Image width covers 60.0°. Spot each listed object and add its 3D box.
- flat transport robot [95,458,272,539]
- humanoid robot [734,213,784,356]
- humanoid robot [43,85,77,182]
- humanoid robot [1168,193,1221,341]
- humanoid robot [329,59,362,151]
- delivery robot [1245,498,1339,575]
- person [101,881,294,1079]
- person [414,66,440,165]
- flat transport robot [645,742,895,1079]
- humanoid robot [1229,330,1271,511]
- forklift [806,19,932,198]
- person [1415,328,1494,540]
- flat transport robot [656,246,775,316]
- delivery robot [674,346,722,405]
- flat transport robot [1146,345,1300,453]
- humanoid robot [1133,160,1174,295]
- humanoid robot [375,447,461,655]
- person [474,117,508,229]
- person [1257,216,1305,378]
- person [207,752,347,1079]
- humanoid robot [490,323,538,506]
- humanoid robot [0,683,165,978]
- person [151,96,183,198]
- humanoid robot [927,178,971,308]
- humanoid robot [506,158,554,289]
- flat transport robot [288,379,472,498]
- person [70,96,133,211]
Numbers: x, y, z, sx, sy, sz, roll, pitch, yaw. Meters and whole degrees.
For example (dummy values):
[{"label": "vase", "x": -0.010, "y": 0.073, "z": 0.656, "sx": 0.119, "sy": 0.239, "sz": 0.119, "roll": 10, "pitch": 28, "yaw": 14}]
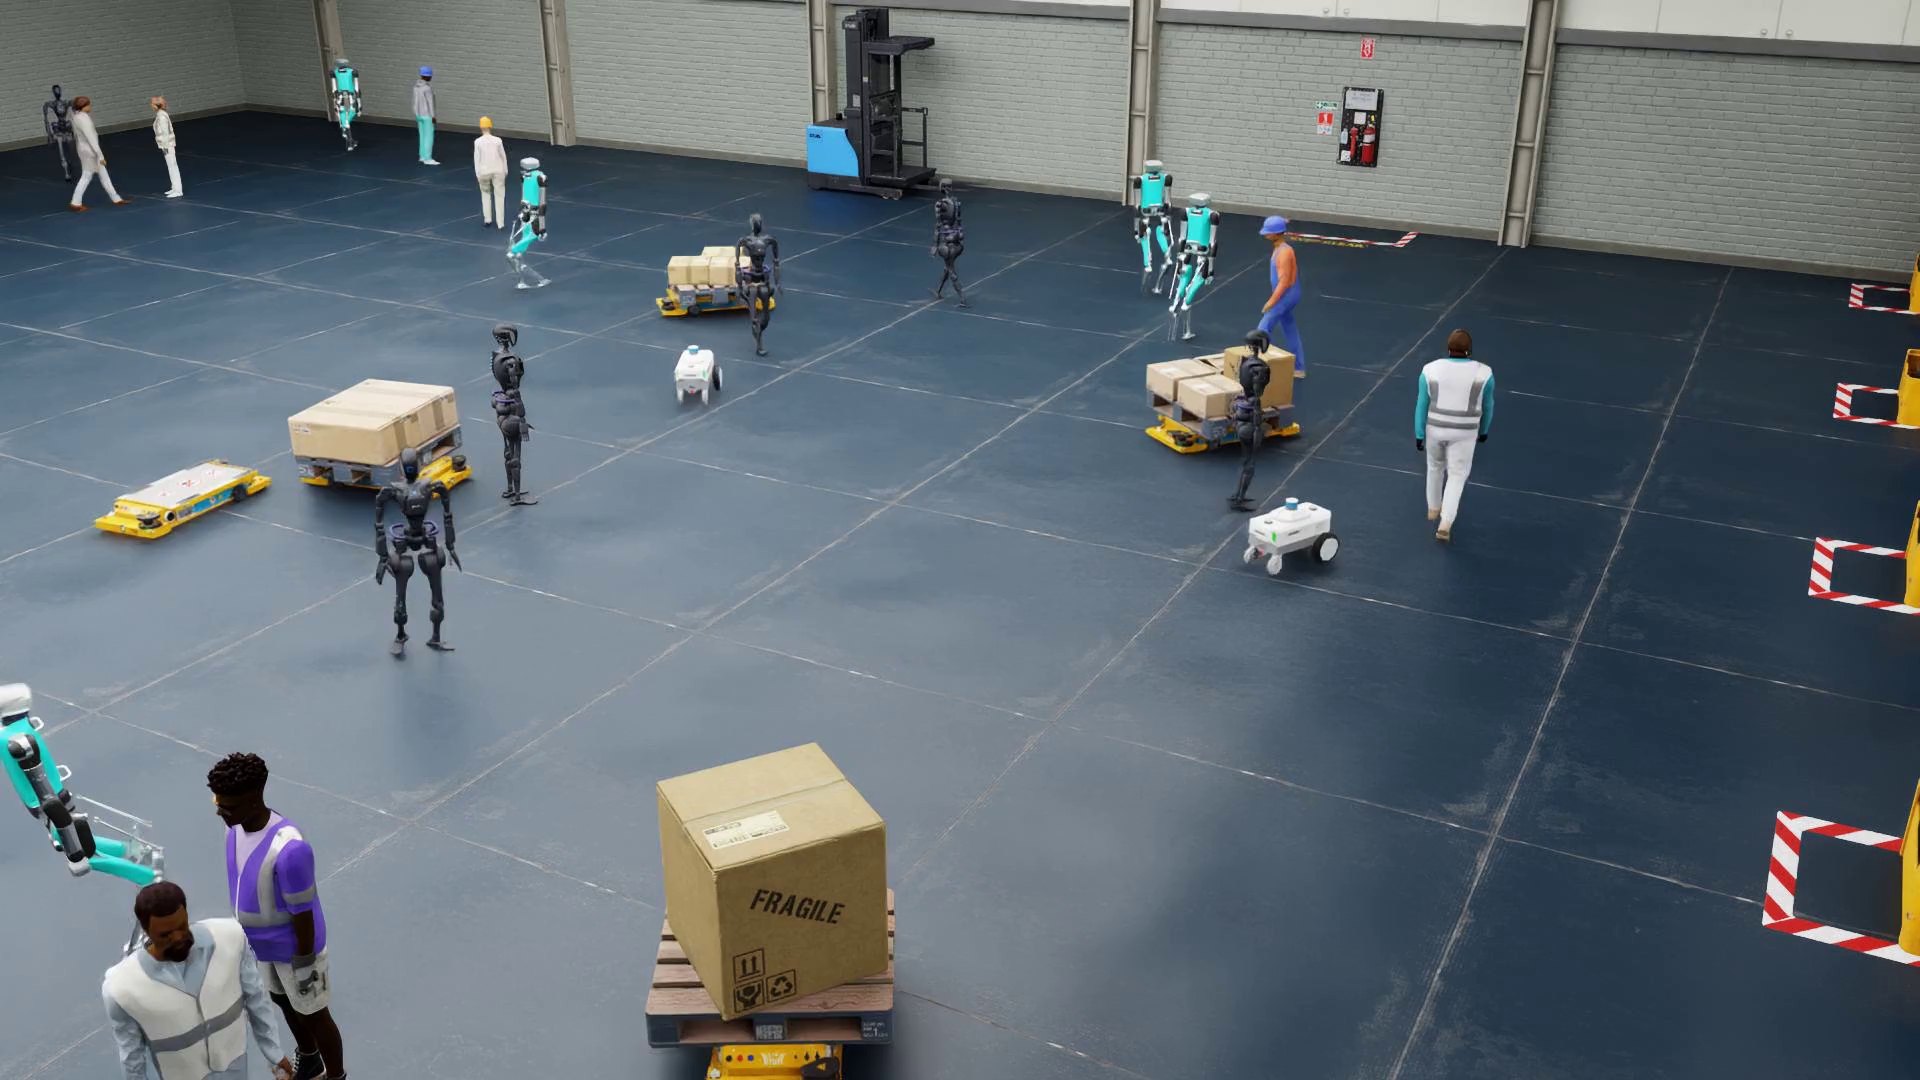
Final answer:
[{"label": "flat transport robot", "x": -7.016, "y": -0.386, "z": 15.062, "sx": 0.659, "sy": 0.231, "sz": 1.431, "roll": 9, "pitch": 25, "yaw": 20}, {"label": "humanoid robot", "x": -2.373, "y": -2.995, "z": 19.399, "sx": 0.588, "sy": 1.664, "sz": 0.651, "roll": -11, "pitch": 26, "yaw": -25}, {"label": "humanoid robot", "x": -15.488, "y": -7.034, "z": 28.787, "sx": 0.599, "sy": 1.637, "sz": 0.705, "roll": -16, "pitch": 28, "yaw": -33}, {"label": "humanoid robot", "x": 2.685, "y": -3.115, "z": 19.702, "sx": 0.541, "sy": 1.899, "sz": 0.709, "roll": 18, "pitch": 29, "yaw": 36}, {"label": "humanoid robot", "x": -11.498, "y": -8.056, "z": 31.084, "sx": 0.539, "sy": 1.739, "sz": 1.027, "roll": 0, "pitch": 23, "yaw": -1}, {"label": "delivery robot", "x": 2.785, "y": -0.060, "z": 13.957, "sx": 0.786, "sy": 0.608, "sz": 0.499, "roll": -15, "pitch": 28, "yaw": -31}, {"label": "person", "x": -3.206, "y": 2.198, "z": 7.006, "sx": 0.959, "sy": 1.879, "sz": 0.584, "roll": 17, "pitch": 29, "yaw": 34}, {"label": "person", "x": -9.713, "y": -7.722, "z": 30.255, "sx": 0.601, "sy": 1.756, "sz": 0.398, "roll": 19, "pitch": 30, "yaw": 38}, {"label": "flat transport robot", "x": -0.942, "y": 2.379, "z": 8.624, "sx": 0.659, "sy": 0.231, "sz": 1.431, "roll": -1, "pitch": 23, "yaw": -2}, {"label": "humanoid robot", "x": 2.600, "y": -1.081, "z": 14.893, "sx": 0.339, "sy": 1.650, "sz": 0.589, "roll": 1, "pitch": 23, "yaw": 1}, {"label": "forklift", "x": -1.573, "y": -7.292, "z": 27.850, "sx": 1.873, "sy": 2.768, "sz": 1.129, "roll": 12, "pitch": 26, "yaw": 25}, {"label": "person", "x": 4.242, "y": -0.925, "z": 14.371, "sx": 0.619, "sy": 1.809, "sz": 0.867, "roll": 10, "pitch": 25, "yaw": 22}, {"label": "flat transport robot", "x": -3.147, "y": -3.093, "z": 21.363, "sx": 1.431, "sy": 0.231, "sz": 0.659, "roll": -7, "pitch": 24, "yaw": -16}, {"label": "delivery robot", "x": -2.868, "y": -1.807, "z": 18.018, "sx": 0.499, "sy": 0.602, "sz": 0.801, "roll": -1, "pitch": 23, "yaw": -1}, {"label": "flat transport robot", "x": 2.645, "y": -1.172, "z": 16.891, "sx": 1.431, "sy": 0.231, "sz": 0.659, "roll": -11, "pitch": 26, "yaw": -24}, {"label": "humanoid robot", "x": 2.559, "y": -3.953, "z": 21.585, "sx": 0.540, "sy": 1.834, "sz": 0.747, "roll": -5, "pitch": 24, "yaw": -12}, {"label": "humanoid robot", "x": -4.002, "y": 0.078, "z": 12.208, "sx": 0.610, "sy": 1.645, "sz": 0.407, "roll": -12, "pitch": 26, "yaw": -26}, {"label": "person", "x": -7.185, "y": -5.643, "z": 25.530, "sx": 0.468, "sy": 1.670, "sz": 0.719, "roll": -6, "pitch": 24, "yaw": -13}, {"label": "person", "x": 3.496, "y": -2.641, "z": 18.322, "sx": 0.852, "sy": 1.845, "sz": 0.529, "roll": 2, "pitch": 23, "yaw": 5}, {"label": "person", "x": -3.163, "y": 1.843, "z": 7.742, "sx": 0.596, "sy": 1.958, "sz": 0.371, "roll": 17, "pitch": 29, "yaw": 35}, {"label": "humanoid robot", "x": -4.057, "y": -1.155, "z": 15.051, "sx": 0.315, "sy": 1.657, "sz": 0.599, "roll": -11, "pitch": 25, "yaw": -23}, {"label": "humanoid robot", "x": -4.549, "y": 1.485, "z": 8.822, "sx": 0.846, "sy": 1.742, "sz": 0.558, "roll": -19, "pitch": 30, "yaw": -37}, {"label": "person", "x": -13.186, "y": -6.539, "z": 27.642, "sx": 0.305, "sy": 1.644, "sz": 0.511, "roll": -11, "pitch": 26, "yaw": -24}, {"label": "humanoid robot", "x": -0.168, "y": -3.828, "z": 21.350, "sx": 0.778, "sy": 1.622, "sz": 0.591, "roll": 14, "pitch": 27, "yaw": 30}, {"label": "humanoid robot", "x": -5.752, "y": -4.081, "z": 21.830, "sx": 0.545, "sy": 1.774, "sz": 0.902, "roll": 21, "pitch": 31, "yaw": 40}, {"label": "flat transport robot", "x": -5.424, "y": -0.655, "z": 15.688, "sx": 1.431, "sy": 0.231, "sz": 0.659, "roll": 7, "pitch": 24, "yaw": 15}, {"label": "person", "x": -13.967, "y": -6.198, "z": 26.673, "sx": 0.945, "sy": 1.786, "sz": 0.521, "roll": -16, "pitch": 28, "yaw": -32}]
